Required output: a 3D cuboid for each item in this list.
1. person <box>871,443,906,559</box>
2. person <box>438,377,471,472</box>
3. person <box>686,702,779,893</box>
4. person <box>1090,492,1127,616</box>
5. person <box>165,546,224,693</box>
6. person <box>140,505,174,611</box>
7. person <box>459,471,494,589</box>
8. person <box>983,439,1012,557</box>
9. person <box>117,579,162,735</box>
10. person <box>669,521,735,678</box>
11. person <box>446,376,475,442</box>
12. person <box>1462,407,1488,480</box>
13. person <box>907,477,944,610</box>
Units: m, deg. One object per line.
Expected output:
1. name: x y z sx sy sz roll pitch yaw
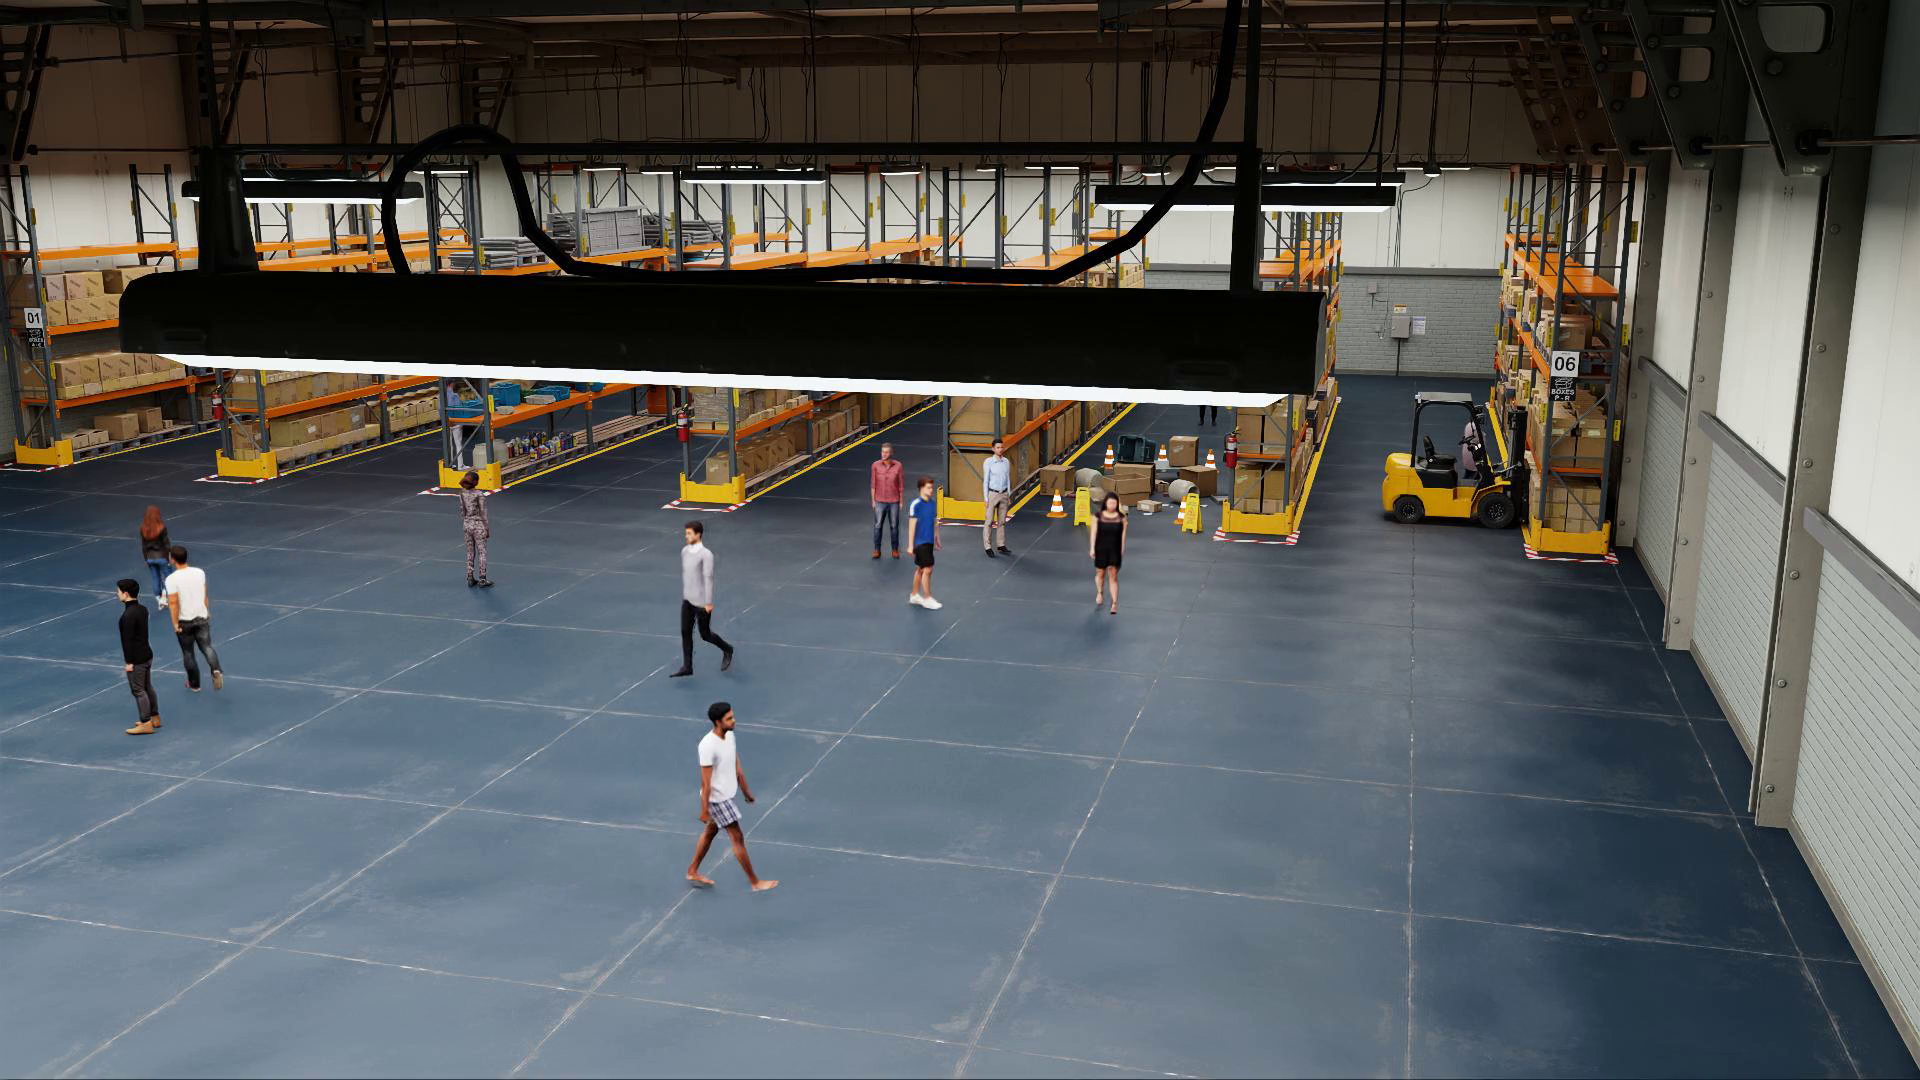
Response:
1. person: -1.144 -0.638 26.140 0.742 1.829 0.667 -1 13 -2
2. person: -10.184 -2.342 33.372 0.658 1.887 0.578 4 14 18
3. person: -2.121 2.201 14.202 0.732 1.684 1.030 3 13 13
4. person: 2.012 0.177 22.985 0.835 1.665 1.128 0 13 1
5. person: -8.920 0.949 19.396 0.976 1.780 1.037 11 17 40
6. person: -11.153 0.262 23.040 0.635 1.476 0.662 0 13 -1
7. person: -7.109 -0.165 24.355 0.593 1.713 0.574 5 14 20
8. person: 0.591 -0.693 26.339 0.746 1.848 0.798 -6 15 -26
9. person: -8.989 1.261 18.179 0.767 1.721 0.620 -2 13 -8
10. person: -3.106 0.706 20.154 1.081 1.912 1.278 12 18 42
11. person: -11.131 -2.962 36.731 0.793 1.579 1.099 8 15 30
12. person: 9.359 -1.574 30.369 0.830 1.744 0.676 0 13 -1
13. person: -0.592 0.026 23.244 0.926 1.843 0.952 9 16 33
